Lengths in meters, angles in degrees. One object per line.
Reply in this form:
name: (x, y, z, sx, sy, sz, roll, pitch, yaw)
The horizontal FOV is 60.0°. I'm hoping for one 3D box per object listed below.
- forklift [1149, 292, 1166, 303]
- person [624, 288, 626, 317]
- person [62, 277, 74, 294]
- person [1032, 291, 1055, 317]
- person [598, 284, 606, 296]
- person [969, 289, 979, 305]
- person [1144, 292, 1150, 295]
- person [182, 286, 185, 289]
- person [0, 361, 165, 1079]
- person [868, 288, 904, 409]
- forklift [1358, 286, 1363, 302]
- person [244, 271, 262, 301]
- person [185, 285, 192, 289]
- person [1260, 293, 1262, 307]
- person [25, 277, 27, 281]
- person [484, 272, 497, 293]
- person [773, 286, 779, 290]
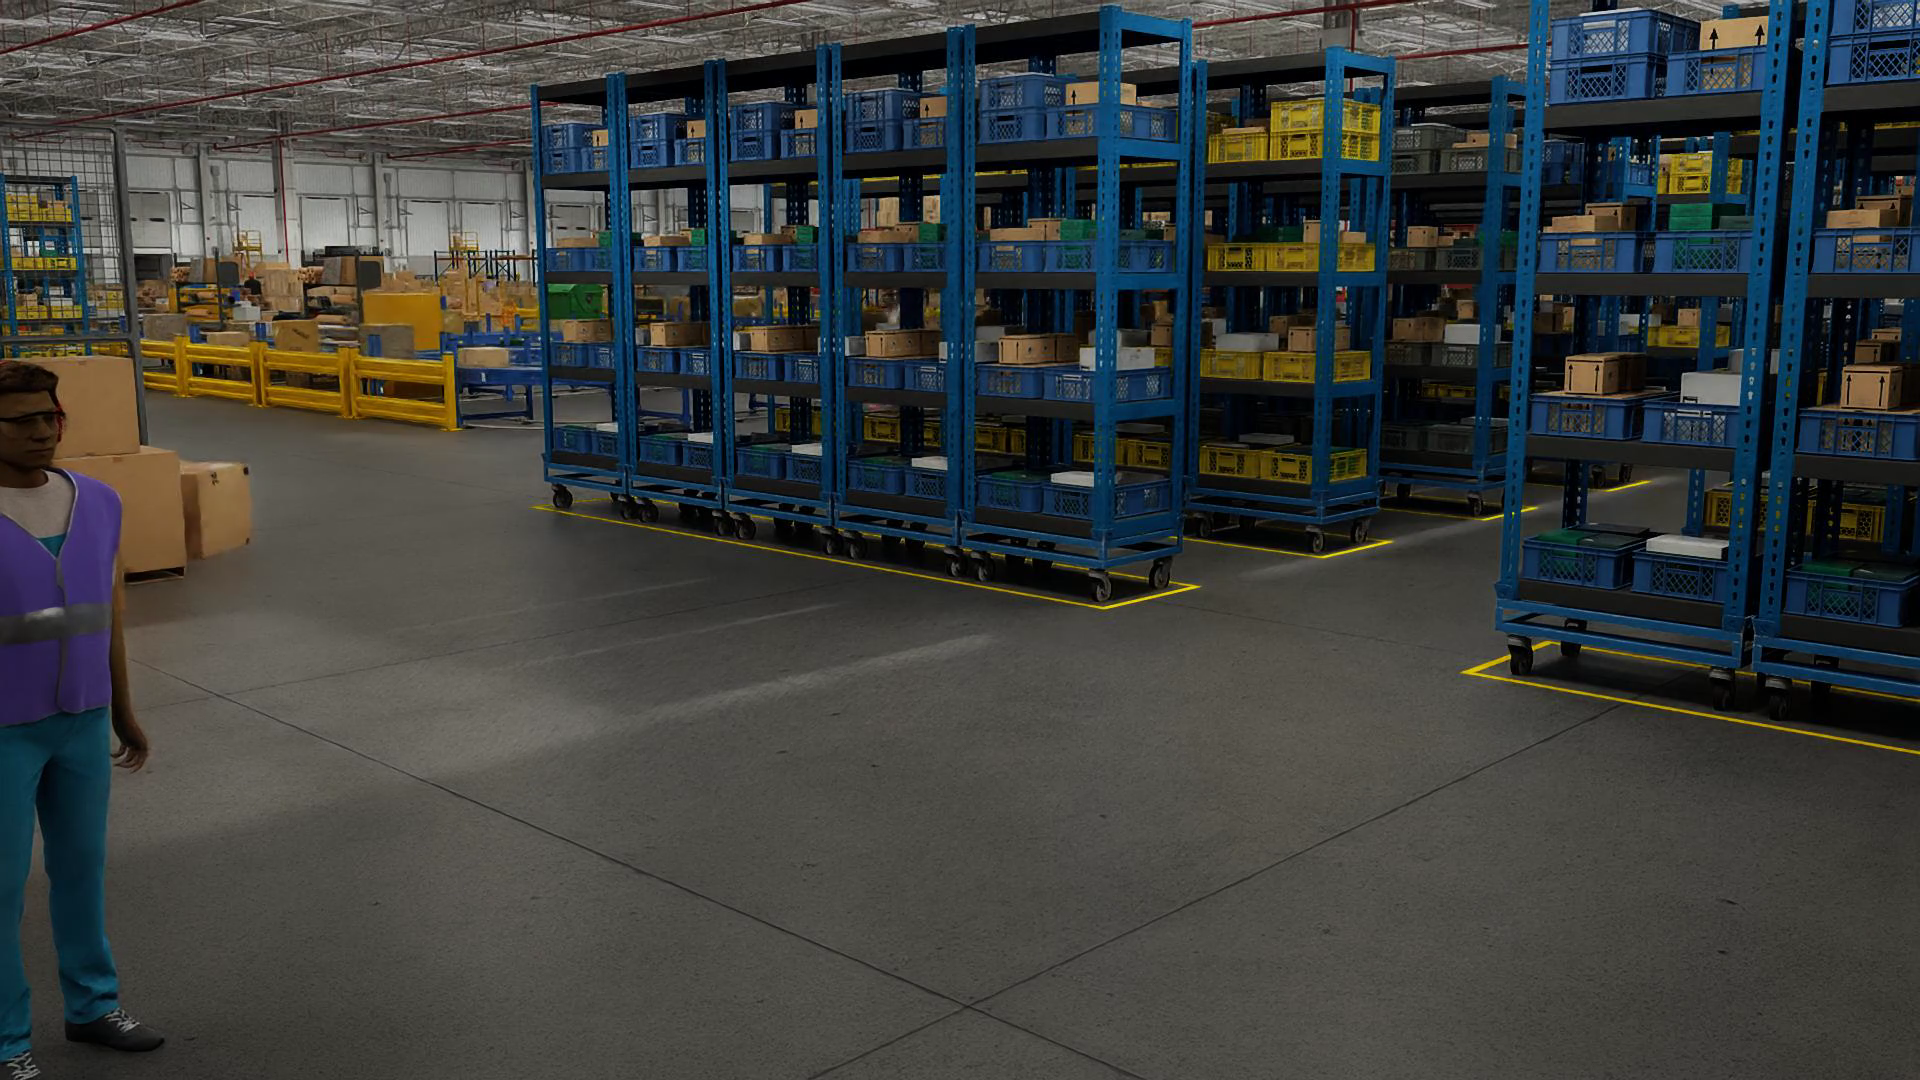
forklift: (7.875, -9.562, 62.569, 1.873, 2.768, 1.129, 9, 13, 43)
person: (-8.276, -5.466, 40.880, 0.524, 1.764, 0.329, 1, 9, 8)
person: (-25.719, -6.749, 47.909, 0.420, 2.032, 0.632, -4, 10, -23)
person: (1.286, -2.978, 25.471, 0.612, 1.818, 0.417, 8, 12, 41)
person: (-11.863, -7.702, 54.492, 0.902, 1.799, 0.602, 8, 12, 42)
person: (0.237, -5.606, 42.027, 0.627, 1.681, 0.538, 5, 10, 27)
person: (7.035, -9.023, 62.889, 0.318, 1.697, 0.535, 1, 9, 4)
person: (-35.535, -11.162, 76.109, 0.977, 1.662, 0.488, -3, 10, -19)
person: (-2.354, 0.469, 4.230, 0.390, 1.846, 0.565, 4, 10, 24)
person: (-0.900, -2.363, 21.569, 0.999, 1.855, 0.648, -8, 12, -41)
forklift: (11.100, -7.017, 46.970, 1.873, 2.768, 1.129, 9, 13, 43)
person: (-26.894, -9.235, 63.279, 0.618, 1.990, 0.394, -3, 10, -19)
person: (-26.661, -8.208, 57.456, 0.841, 1.847, 0.521, -2, 10, -14)
person: (9.414, -7.424, 53.309, 0.532, 1.615, 0.548, -4, 10, -22)
person: (-41.812, -11.076, 74.759, 0.606, 1.926, 0.623, 0, 9, -2)
person: (-22.543, -11.891, 79.795, 0.616, 1.913, 0.446, -3, 10, -18)
person: (-9.019, -12.035, 80.605, 0.444, 1.943, 0.603, -3, 10, -16)
